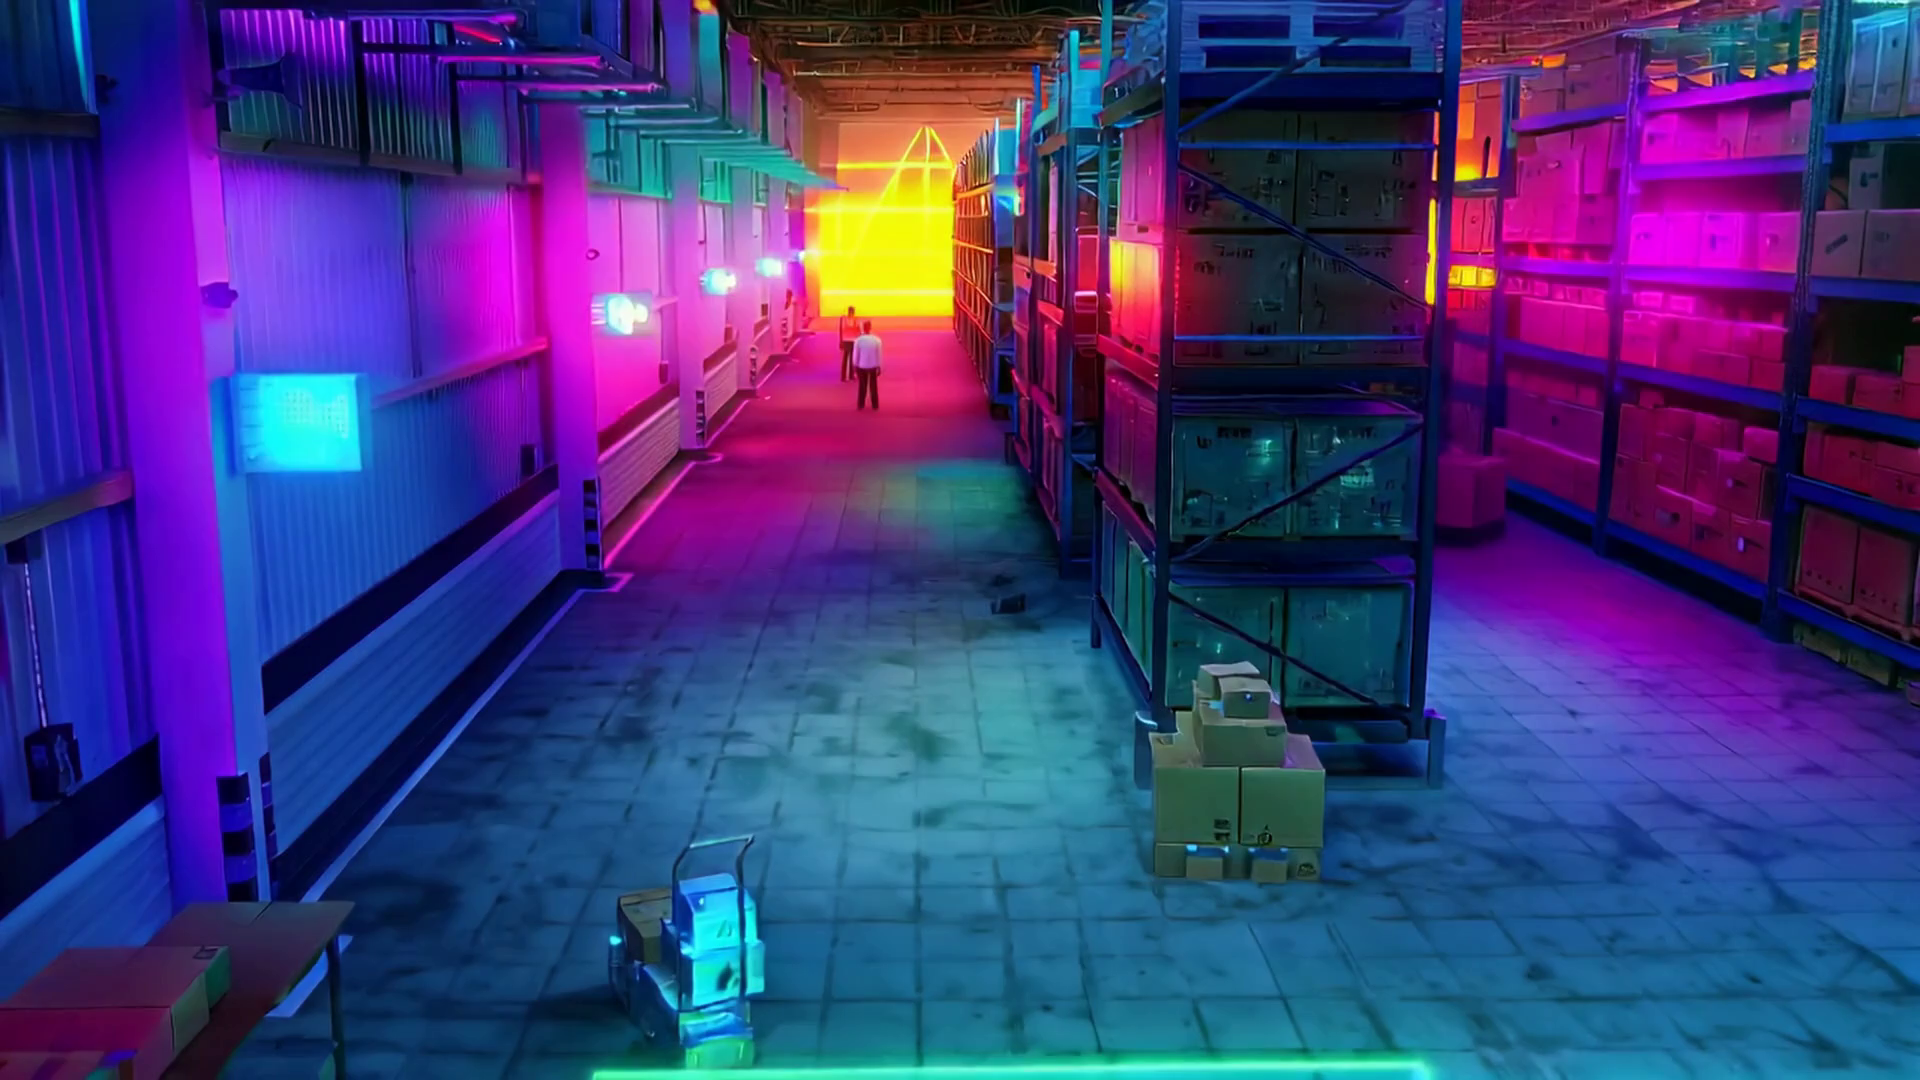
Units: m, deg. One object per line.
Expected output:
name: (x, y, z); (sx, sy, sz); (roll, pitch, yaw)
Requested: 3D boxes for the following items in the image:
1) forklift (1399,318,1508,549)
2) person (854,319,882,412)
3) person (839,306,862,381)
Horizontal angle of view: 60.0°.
forklift: (5.946, -1.416, 21.216); (1.873, 2.768, 1.129); (10, 15, 42)
person: (-1.963, -3.707, 35.472); (0.613, 1.988, 0.403); (0, 11, 0)
person: (-2.795, -5.019, 42.504); (0.595, 1.911, 0.386); (-4, 11, -18)
